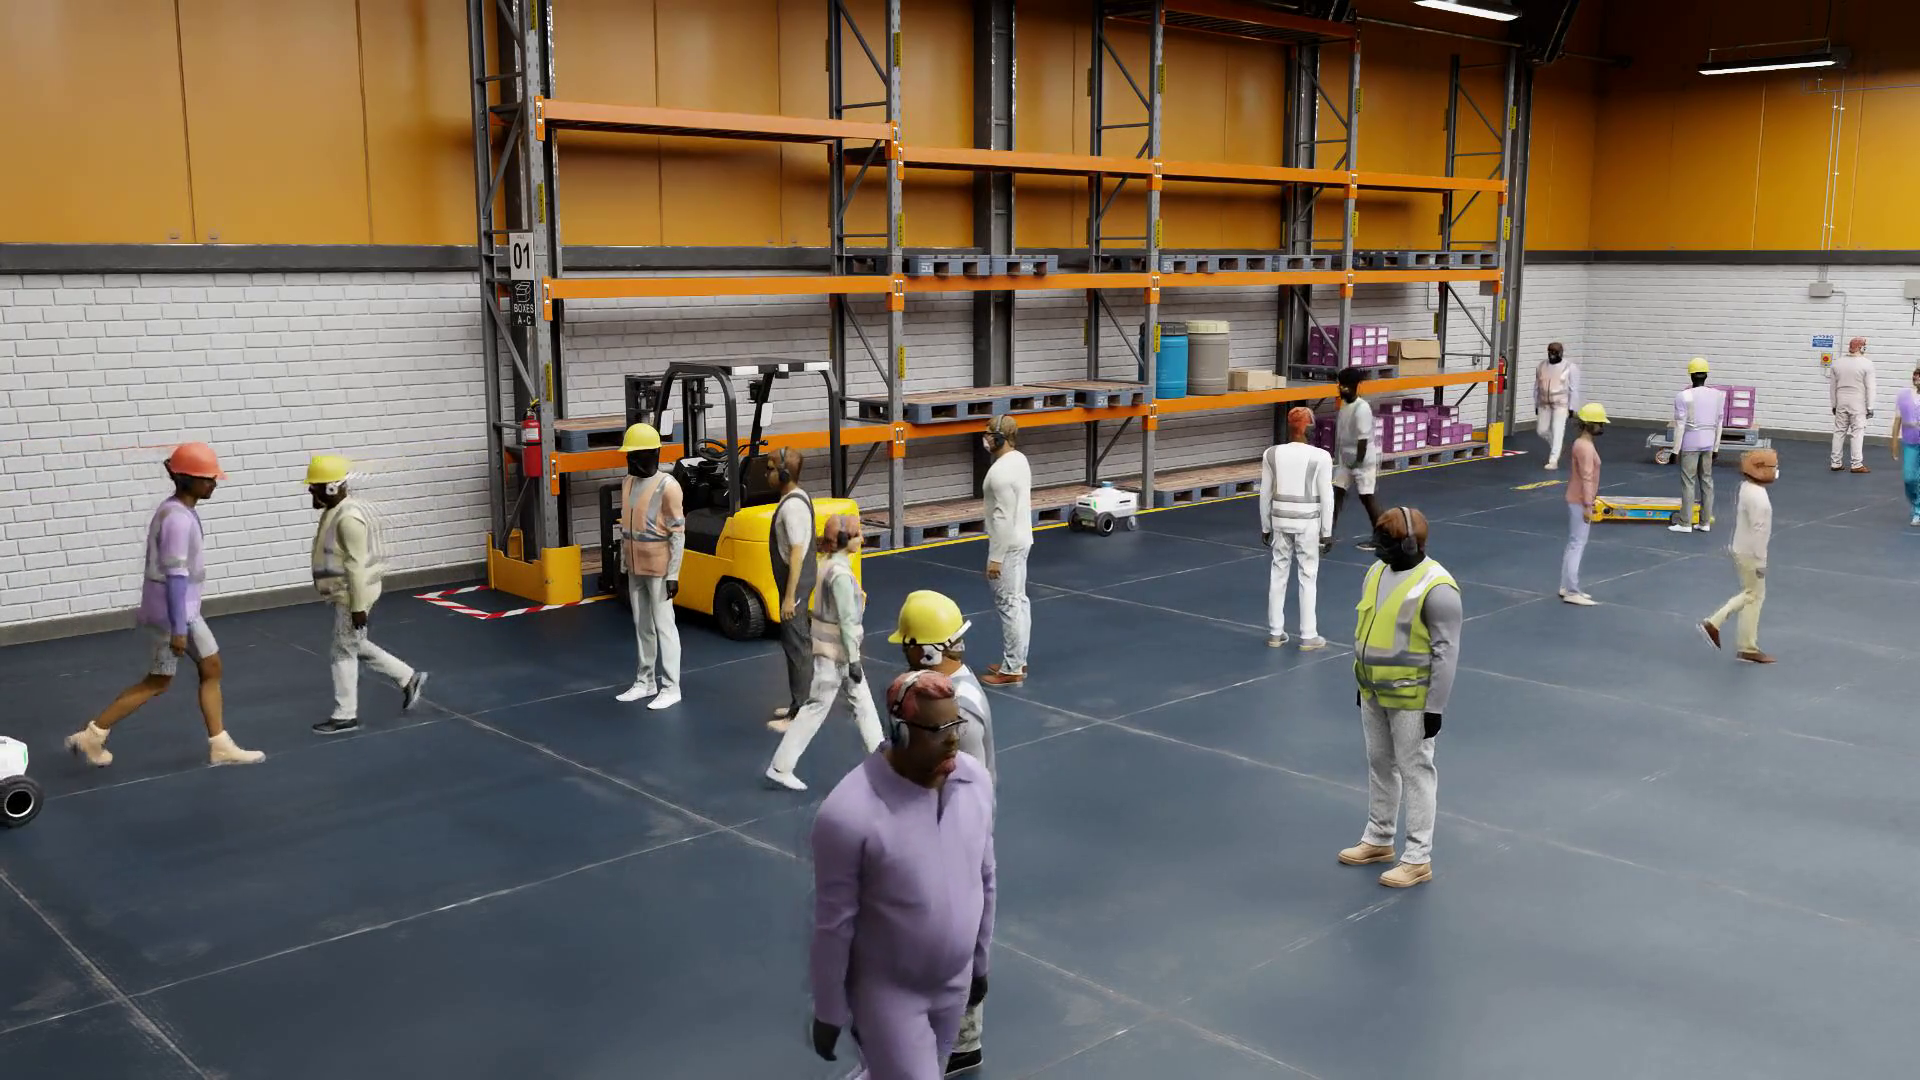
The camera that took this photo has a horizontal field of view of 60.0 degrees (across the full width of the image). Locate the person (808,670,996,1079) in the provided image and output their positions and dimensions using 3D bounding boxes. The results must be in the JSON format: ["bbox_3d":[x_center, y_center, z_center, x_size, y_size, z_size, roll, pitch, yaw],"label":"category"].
[{"bbox_3d":[-0.208,1.267,4.985,0.656,1.876,0.878,-9,13,-42],"label":"person"}]

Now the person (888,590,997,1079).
[{"bbox_3d":[-0.072,1.083,6.170,0.404,1.824,0.591,-2,10,-9],"label":"person"}]

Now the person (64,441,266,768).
[{"bbox_3d":[-4.701,0.414,9.695,0.994,1.982,0.624,-3,10,-17],"label":"person"}]

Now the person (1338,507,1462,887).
[{"bbox_3d":[2.123,0.750,8.077,0.429,1.840,0.635,-4,10,-22],"label":"person"}]

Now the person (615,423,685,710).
[{"bbox_3d":[-2.099,0.174,11.191,0.594,1.926,0.366,8,13,40],"label":"person"}]

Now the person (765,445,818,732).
[{"bbox_3d":[-1.073,0.309,10.648,0.324,1.844,0.514,0,10,0],"label":"person"}]

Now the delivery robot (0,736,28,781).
[{"bbox_3d":[-5.332,1.228,8.759,0.477,0.478,0.707,7,12,37],"label":"delivery robot"}]

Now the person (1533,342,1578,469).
[{"bbox_3d":[8.545,-1.932,23.839,0.639,1.828,0.581,9,13,44],"label":"person"}]

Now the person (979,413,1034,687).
[{"bbox_3d":[0.325,0.074,11.745,0.372,1.939,0.629,3,10,15],"label":"person"}]

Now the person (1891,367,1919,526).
[{"bbox_3d":[10.944,-1.081,18.915,0.597,1.814,0.675,9,13,41],"label":"person"}]

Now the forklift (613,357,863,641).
[{"bbox_3d":[-1.847,-0.414,13.852,1.214,2.155,2.313,-9,13,-42],"label":"forklift"}]

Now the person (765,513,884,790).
[{"bbox_3d":[-0.717,0.635,9.468,0.867,1.596,0.537,-1,10,-8],"label":"person"}]

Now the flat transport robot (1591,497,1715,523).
[{"bbox_3d":[7.844,-0.356,19.137,1.431,0.197,0.652,2,10,9],"label":"flat transport robot"}]

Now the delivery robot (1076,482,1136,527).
[{"bbox_3d":[1.609,-0.400,18.288,0.707,0.478,0.477,-8,13,-41],"label":"delivery robot"}]

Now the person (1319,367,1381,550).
[{"bbox_3d":[3.981,-0.814,17.049,0.964,1.899,0.669,-2,10,-13],"label":"person"}]

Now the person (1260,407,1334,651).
[{"bbox_3d":[2.602,-0.089,12.859,0.583,1.882,0.337,6,12,33],"label":"person"}]

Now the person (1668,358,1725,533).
[{"bbox_3d":[8.064,-1.030,18.253,0.589,1.923,0.383,-2,10,-11],"label":"person"}]

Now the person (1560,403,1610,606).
[{"bbox_3d":[5.469,-0.318,14.545,0.329,1.765,0.533,3,10,15],"label":"person"}]

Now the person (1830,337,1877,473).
[{"bbox_3d":[12.566,-1.898,23.391,0.410,1.906,0.642,-6,11,-30],"label":"person"}]

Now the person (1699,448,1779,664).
[{"bbox_3d":[5.880,0.116,12.417,0.439,1.621,0.518,3,10,16],"label":"person"}]

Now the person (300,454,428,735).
[{"bbox_3d":[-3.832,0.329,10.686,0.709,1.805,0.600,-5,11,-28],"label":"person"}]
